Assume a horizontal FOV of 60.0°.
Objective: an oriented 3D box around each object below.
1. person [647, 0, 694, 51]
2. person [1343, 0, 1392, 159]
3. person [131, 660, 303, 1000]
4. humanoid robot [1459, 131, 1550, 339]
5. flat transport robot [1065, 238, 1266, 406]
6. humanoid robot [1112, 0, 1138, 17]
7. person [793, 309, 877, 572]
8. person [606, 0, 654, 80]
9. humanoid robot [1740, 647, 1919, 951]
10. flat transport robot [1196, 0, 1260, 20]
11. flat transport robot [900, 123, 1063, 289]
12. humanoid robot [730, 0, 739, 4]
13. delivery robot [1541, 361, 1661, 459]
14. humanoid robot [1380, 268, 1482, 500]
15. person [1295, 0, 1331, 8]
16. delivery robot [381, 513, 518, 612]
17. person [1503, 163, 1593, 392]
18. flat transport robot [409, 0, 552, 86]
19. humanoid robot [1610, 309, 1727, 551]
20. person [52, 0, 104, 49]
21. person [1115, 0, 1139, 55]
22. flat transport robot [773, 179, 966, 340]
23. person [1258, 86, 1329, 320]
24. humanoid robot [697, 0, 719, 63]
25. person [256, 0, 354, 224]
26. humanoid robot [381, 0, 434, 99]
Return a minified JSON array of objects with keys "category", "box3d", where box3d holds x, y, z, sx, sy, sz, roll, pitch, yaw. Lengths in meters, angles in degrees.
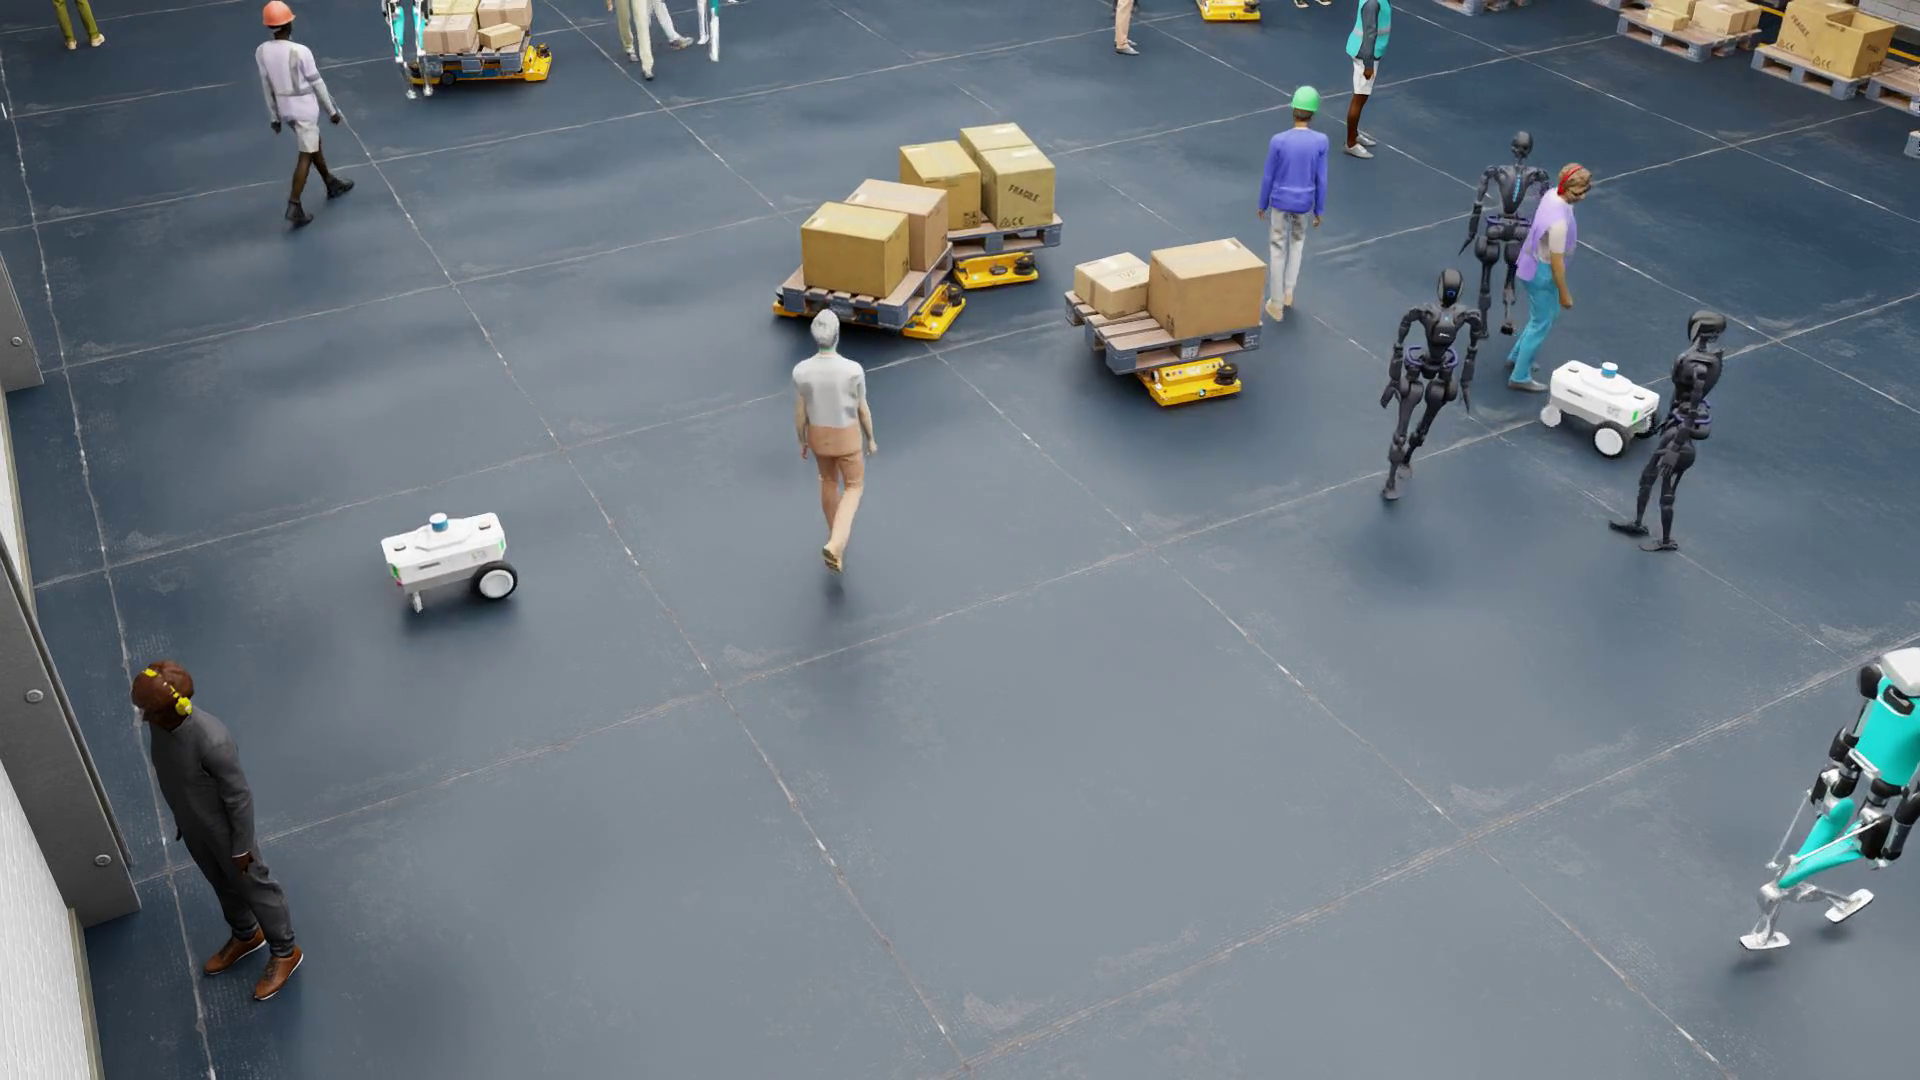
[{"category":"person","box3d":[-3.372,-6.374,18.458,0.941,1.820,0.649,26,43,32]},{"category":"person","box3d":[3.902,-4.641,15.893,0.428,1.934,0.552,10,36,14]},{"category":"person","box3d":[-3.353,1.291,7.476,0.493,1.873,0.357,18,39,24]},{"category":"humanoid robot","box3d":[4.190,-2.319,12.811,0.611,1.641,0.442,3,35,5]},{"category":"flat transport robot","box3d":[1.551,-1.493,12.847,0.659,0.231,1.431,-12,37,-16]},{"category":"humanoid robot","box3d":[1.991,-6.991,19.497,0.600,1.635,0.592,11,36,15]},{"category":"person","box3d":[-0.782,-0.606,10.310,0.492,1.730,0.657,7,36,10]},{"category":"person","box3d":[-3.549,-5.913,17.841,0.580,1.779,1.001,-10,36,-14]},{"category":"humanoid robot","box3d":[3.996,1.268,7.622,1.013,1.738,0.559,-8,36,-11]},{"category":"flat transport robot","box3d":[3.179,-6.608,20.150,0.659,0.231,1.431,-1,35,-2]},{"category":"flat transport robot","box3d":[0.136,-2.581,14.400,0.659,0.231,1.431,-10,36,-14]},{"category":"humanoid robot","box3d":[-2.596,-7.321,19.897,0.530,1.792,0.787,-3,35,-4]},{"category":"delivery robot","box3d":[4.584,-0.974,11.856,0.499,0.593,0.789,-27,43,-33]},{"category":"humanoid robot","box3d":[3.106,-1.042,10.997,0.585,1.638,0.661,1,35,1]},{"category":"person","box3d":[4.282,-7.340,19.718,0.612,1.964,0.361,-13,37,-17]},{"category":"delivery robot","box3d":[-3.162,0.099,10.319,0.759,0.587,0.505,-16,38,-21]},{"category":"person","box3d":[4.245,-1.906,12.089,0.422,1.819,0.599,8,36,11]},{"category":"flat transport robot","box3d":[-5.212,-5.178,18.109,1.431,0.231,0.659,-3,35,-5]},{"category":"humanoid robot","box3d":[4.493,-0.680,10.464,0.438,1.650,0.598,10,36,14]},{"category":"person","box3d":[-10.020,-6.391,18.478,0.522,1.832,0.369,-11,37,-16]},{"category":"person","box3d":[1.910,-6.243,18.408,0.389,1.668,0.464,2,35,3]},{"category":"flat transport robot","box3d":[-0.734,-1.943,13.490,1.431,0.231,0.659,11,37,16]},{"category":"person","box3d":[2.615,-2.676,13.157,0.487,1.849,0.587,0,35,-1]},{"category":"humanoid robot","box3d":[-2.783,-6.217,18.341,0.566,1.790,0.883,0,35,-1]},{"category":"person","box3d":[-5.893,-3.803,14.738,0.548,1.892,1.008,15,38,20]},{"category":"humanoid robot","box3d":[-5.677,-5.417,17.153,0.565,1.735,0.853,-10,36,-13]}]
